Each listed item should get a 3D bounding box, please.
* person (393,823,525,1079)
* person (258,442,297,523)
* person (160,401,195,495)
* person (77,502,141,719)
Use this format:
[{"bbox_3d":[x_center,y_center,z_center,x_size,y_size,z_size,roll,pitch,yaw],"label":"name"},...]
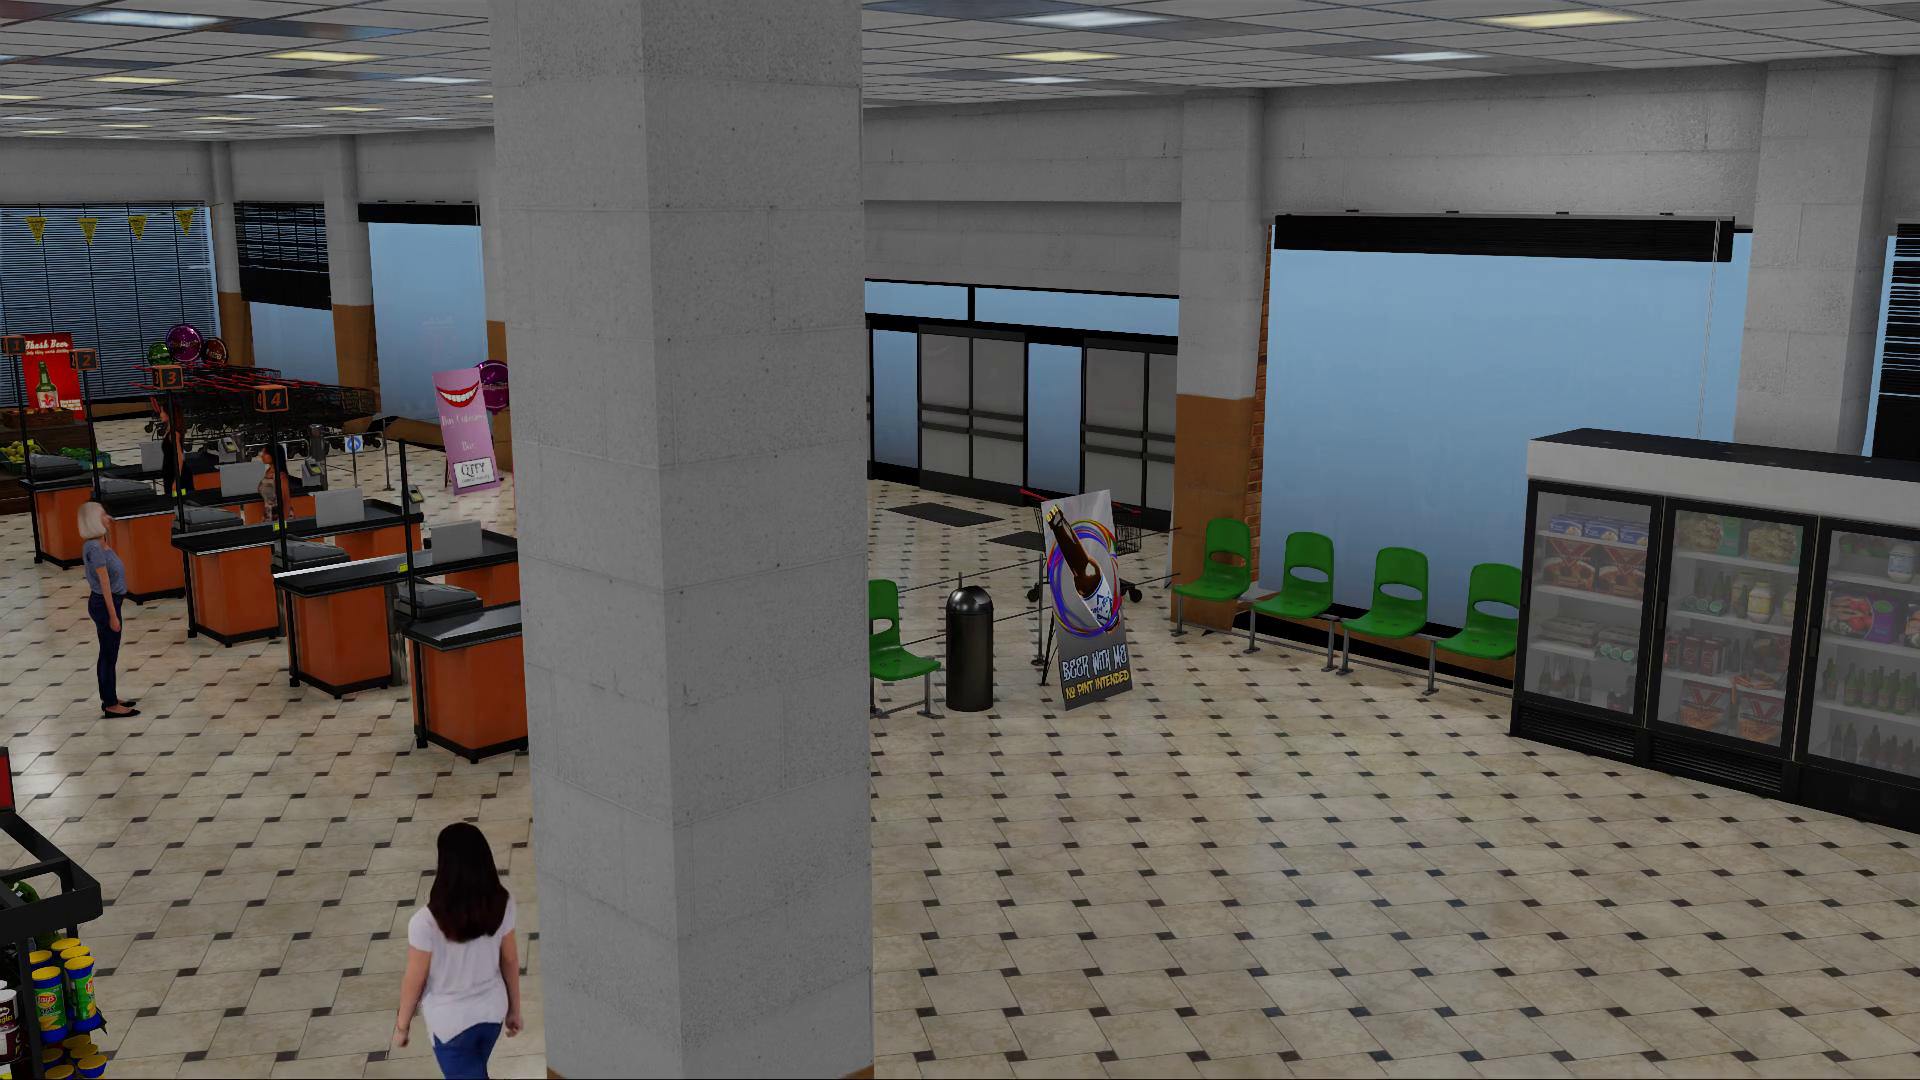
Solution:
[{"bbox_3d":[-1.891,1.984,6.561,0.756,1.636,1.062,9,15,38],"label":"person"},{"bbox_3d":[-6.884,-0.184,16.834,0.521,1.645,0.651,-11,16,-42],"label":"person"},{"bbox_3d":[-8.691,-0.630,18.492,0.632,1.834,0.647,-6,13,-25],"label":"person"},{"bbox_3d":[-6.787,0.543,13.198,0.587,1.721,0.625,-7,14,-30],"label":"person"}]
